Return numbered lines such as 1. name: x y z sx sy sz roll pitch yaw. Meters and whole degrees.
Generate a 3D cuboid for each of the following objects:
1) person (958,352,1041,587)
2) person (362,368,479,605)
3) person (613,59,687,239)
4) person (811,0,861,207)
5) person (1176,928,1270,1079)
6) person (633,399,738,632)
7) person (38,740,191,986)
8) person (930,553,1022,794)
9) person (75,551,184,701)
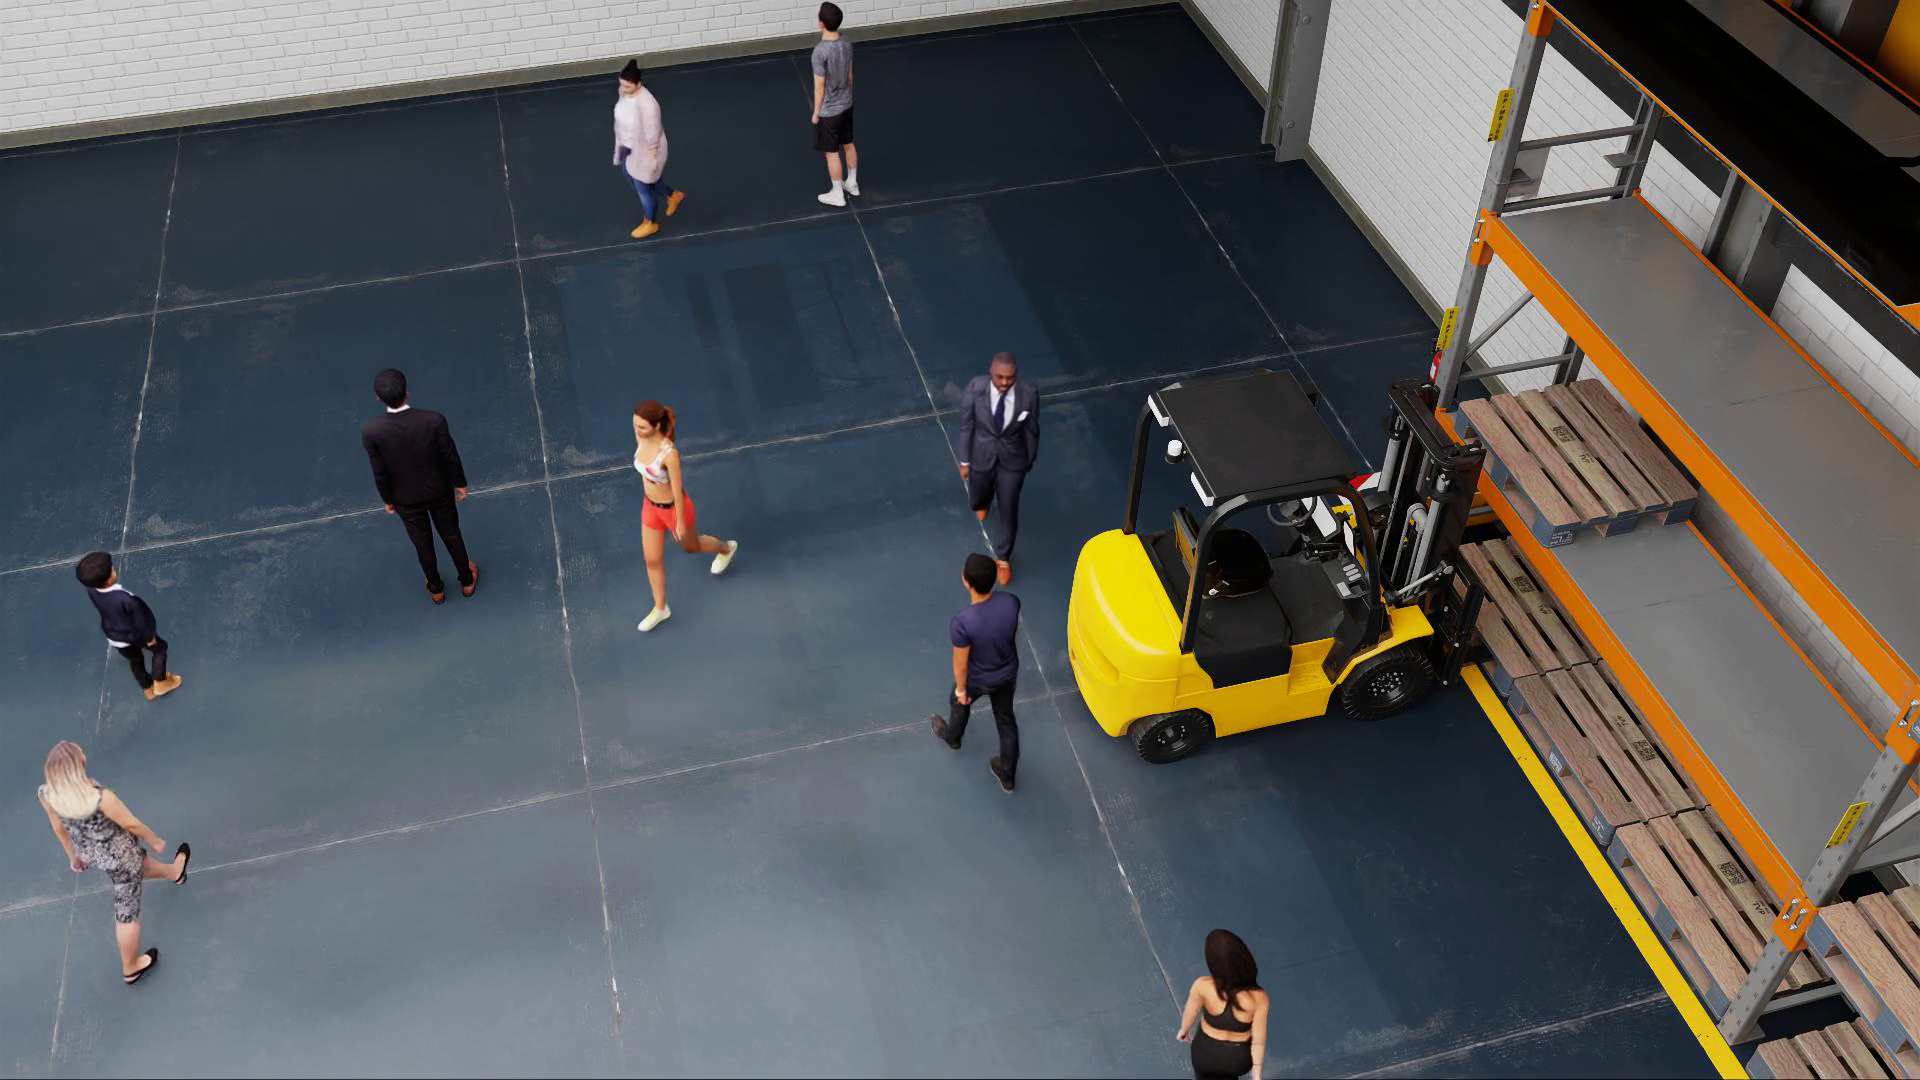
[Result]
1. person: 0.246 -0.584 11.250 0.907 1.799 1.100 3 44 3
2. person: -3.547 -0.340 10.933 0.721 1.882 0.570 -15 46 -15
3. person: -2.635 -3.369 14.234 0.911 1.716 0.877 -22 48 -21
4. person: -1.095 -3.813 14.587 0.755 1.871 0.730 28 50 26
5. person: 1.286 2.565 8.083 0.710 1.608 0.823 10 45 11
6. person: -1.844 -0.241 10.925 1.135 1.752 1.065 30 51 27
7. person: -4.577 1.778 8.876 0.898 1.654 1.180 6 44 7
8. person: 0.220 0.843 9.780 0.813 1.761 1.016 -20 47 -20
9. person: -5.260 0.584 10.443 0.583 1.221 0.612 12 45 12
